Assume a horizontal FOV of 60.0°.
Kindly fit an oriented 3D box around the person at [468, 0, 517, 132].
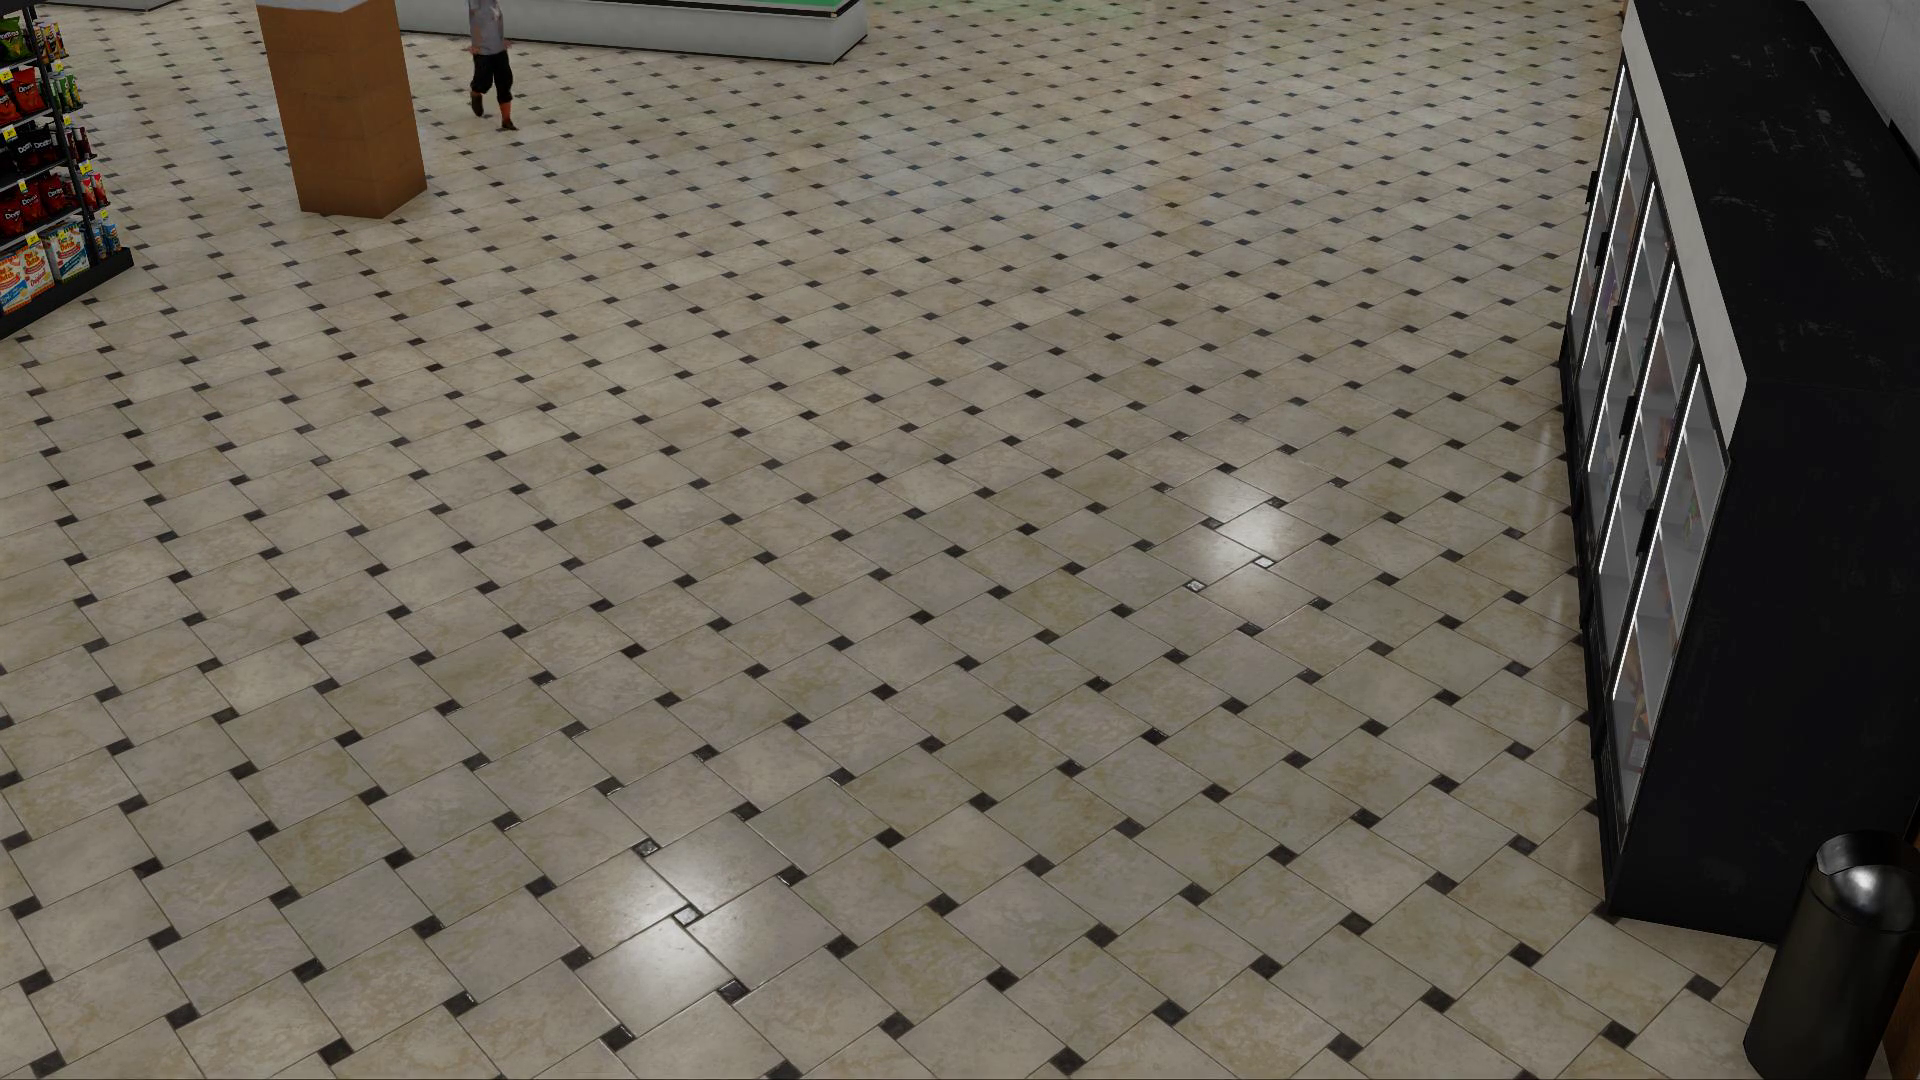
[{"bbox_3d":[-4.091,-4.289,14.287,0.866,1.443,0.992,-26,40,-35],"label":"person"}]
